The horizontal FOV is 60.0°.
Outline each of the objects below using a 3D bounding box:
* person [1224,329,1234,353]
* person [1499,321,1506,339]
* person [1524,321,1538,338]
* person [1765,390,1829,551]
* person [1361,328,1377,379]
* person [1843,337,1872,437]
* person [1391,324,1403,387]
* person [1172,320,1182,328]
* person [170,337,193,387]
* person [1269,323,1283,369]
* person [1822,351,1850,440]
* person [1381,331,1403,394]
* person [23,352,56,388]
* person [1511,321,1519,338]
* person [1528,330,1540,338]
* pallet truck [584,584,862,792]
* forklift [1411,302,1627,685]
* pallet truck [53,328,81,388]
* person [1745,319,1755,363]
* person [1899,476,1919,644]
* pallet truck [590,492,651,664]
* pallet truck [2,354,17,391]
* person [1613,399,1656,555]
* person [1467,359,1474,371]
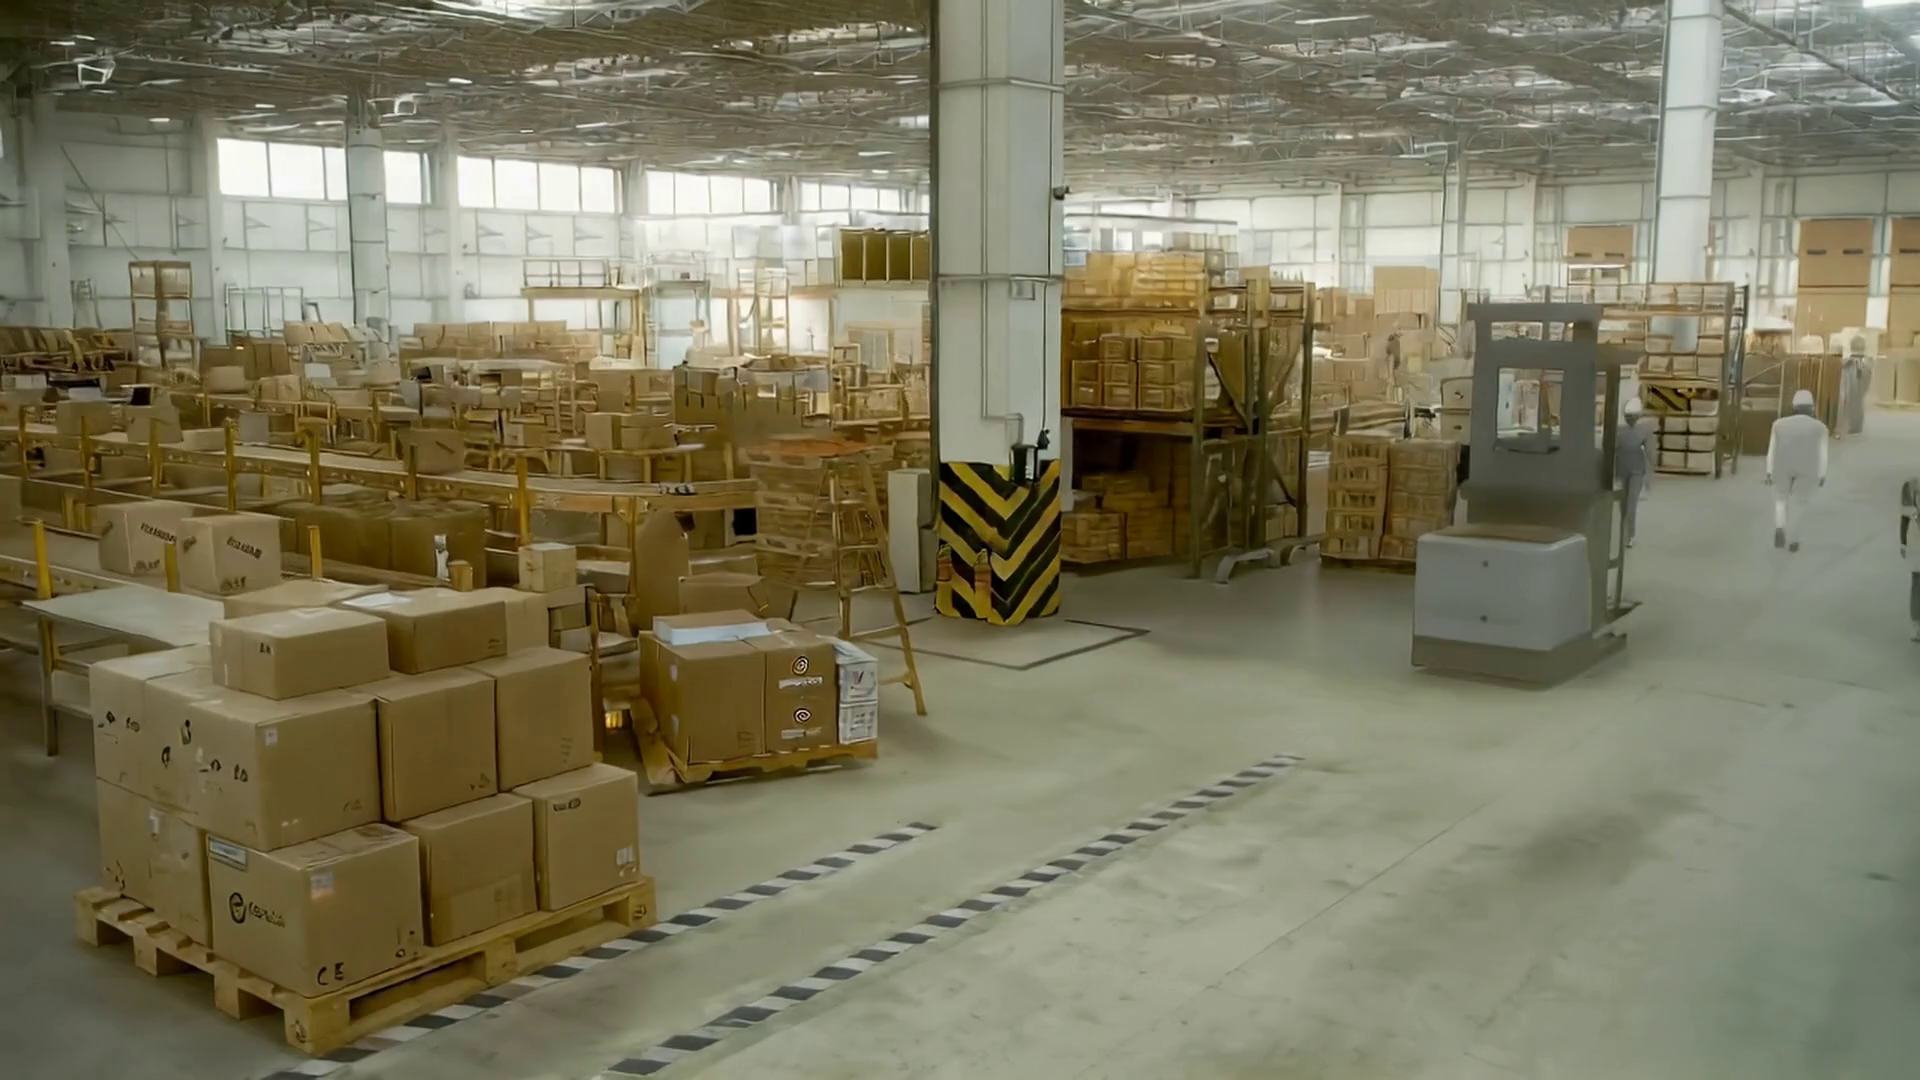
[{"bbox_3d":[7.474,-4.928,46.186,0.365,1.965,0.608,1,8,3],"label":"person"},{"bbox_3d":[22.663,-8.283,69.555,0.297,1.744,0.487,0,8,3],"label":"person"},{"bbox_3d":[27.121,-9.765,78.986,0.633,1.909,0.660,1,8,5],"label":"person"},{"bbox_3d":[9.426,-0.779,18.717,0.630,1.816,0.477,5,10,28],"label":"person"},{"bbox_3d":[12.387,-5.548,50.855,0.926,1.818,0.514,3,9,20],"label":"person"},{"bbox_3d":[18.076,-3.102,33.628,0.535,2.000,0.712,1,9,7],"label":"person"},{"bbox_3d":[13.512,-5.691,51.412,0.347,1.943,0.544,-1,9,-9],"label":"person"},{"bbox_3d":[8.962,-8.160,68.242,0.343,1.883,0.585,-8,11,-42],"label":"person"},{"bbox_3d":[-22.713,-5.239,48.525,0.679,1.887,0.542,-2,9,-16],"label":"person"},{"bbox_3d":[11.376,-6.908,59.969,0.567,1.842,0.329,-4,9,-25],"label":"person"},{"bbox_3d":[17.338,-2.874,33.065,0.548,1.737,0.763,-2,9,-10],"label":"person"},{"bbox_3d":[12.186,-5.007,47.157,0.520,1.837,0.840,-6,11,-36],"label":"person"},{"bbox_3d":[-19.591,-3.377,35.520,0.636,2.024,0.686,-1,8,-4],"label":"person"},{"bbox_3d":[26.360,-9.763,78.910,0.375,1.925,0.595,3,9,17],"label":"person"},{"bbox_3d":[14.320,-4.277,41.741,0.630,1.978,0.474,-3,9,-18],"label":"person"},{"bbox_3d":[-1.426,0.805,10.019,1.601,1.201,0.680,-4,9,-26],"label":"pallet truck"},{"bbox_3d":[4.379,-0.438,12.852,1.129,2.768,1.873,7,11,37],"label":"forklift"},{"bbox_3d":[-23.775,-4.544,43.495,1.885,1.965,0.823,6,10,35],"label":"pallet truck"},{"bbox_3d":[32.656,-8.220,68.799,0.627,1.843,0.429,-7,11,-39],"label":"person"},{"bbox_3d":[8.118,0.004,13.875,0.538,1.681,0.595,5,10,29],"label":"person"},{"bbox_3d":[-3.115,0.344,12.883,0.653,1.274,1.630,7,11,37],"label":"pallet truck"},{"bbox_3d":[-24.881,-4.417,42.634,1.885,1.965,0.823,8,11,41],"label":"pallet truck"},{"bbox_3d":[7.515,-0.725,18.635,0.524,1.732,0.838,8,12,43],"label":"person"},{"bbox_3d":[19.004,-7.057,60.713,0.825,1.919,0.637,6,11,37],"label":"person"}]
